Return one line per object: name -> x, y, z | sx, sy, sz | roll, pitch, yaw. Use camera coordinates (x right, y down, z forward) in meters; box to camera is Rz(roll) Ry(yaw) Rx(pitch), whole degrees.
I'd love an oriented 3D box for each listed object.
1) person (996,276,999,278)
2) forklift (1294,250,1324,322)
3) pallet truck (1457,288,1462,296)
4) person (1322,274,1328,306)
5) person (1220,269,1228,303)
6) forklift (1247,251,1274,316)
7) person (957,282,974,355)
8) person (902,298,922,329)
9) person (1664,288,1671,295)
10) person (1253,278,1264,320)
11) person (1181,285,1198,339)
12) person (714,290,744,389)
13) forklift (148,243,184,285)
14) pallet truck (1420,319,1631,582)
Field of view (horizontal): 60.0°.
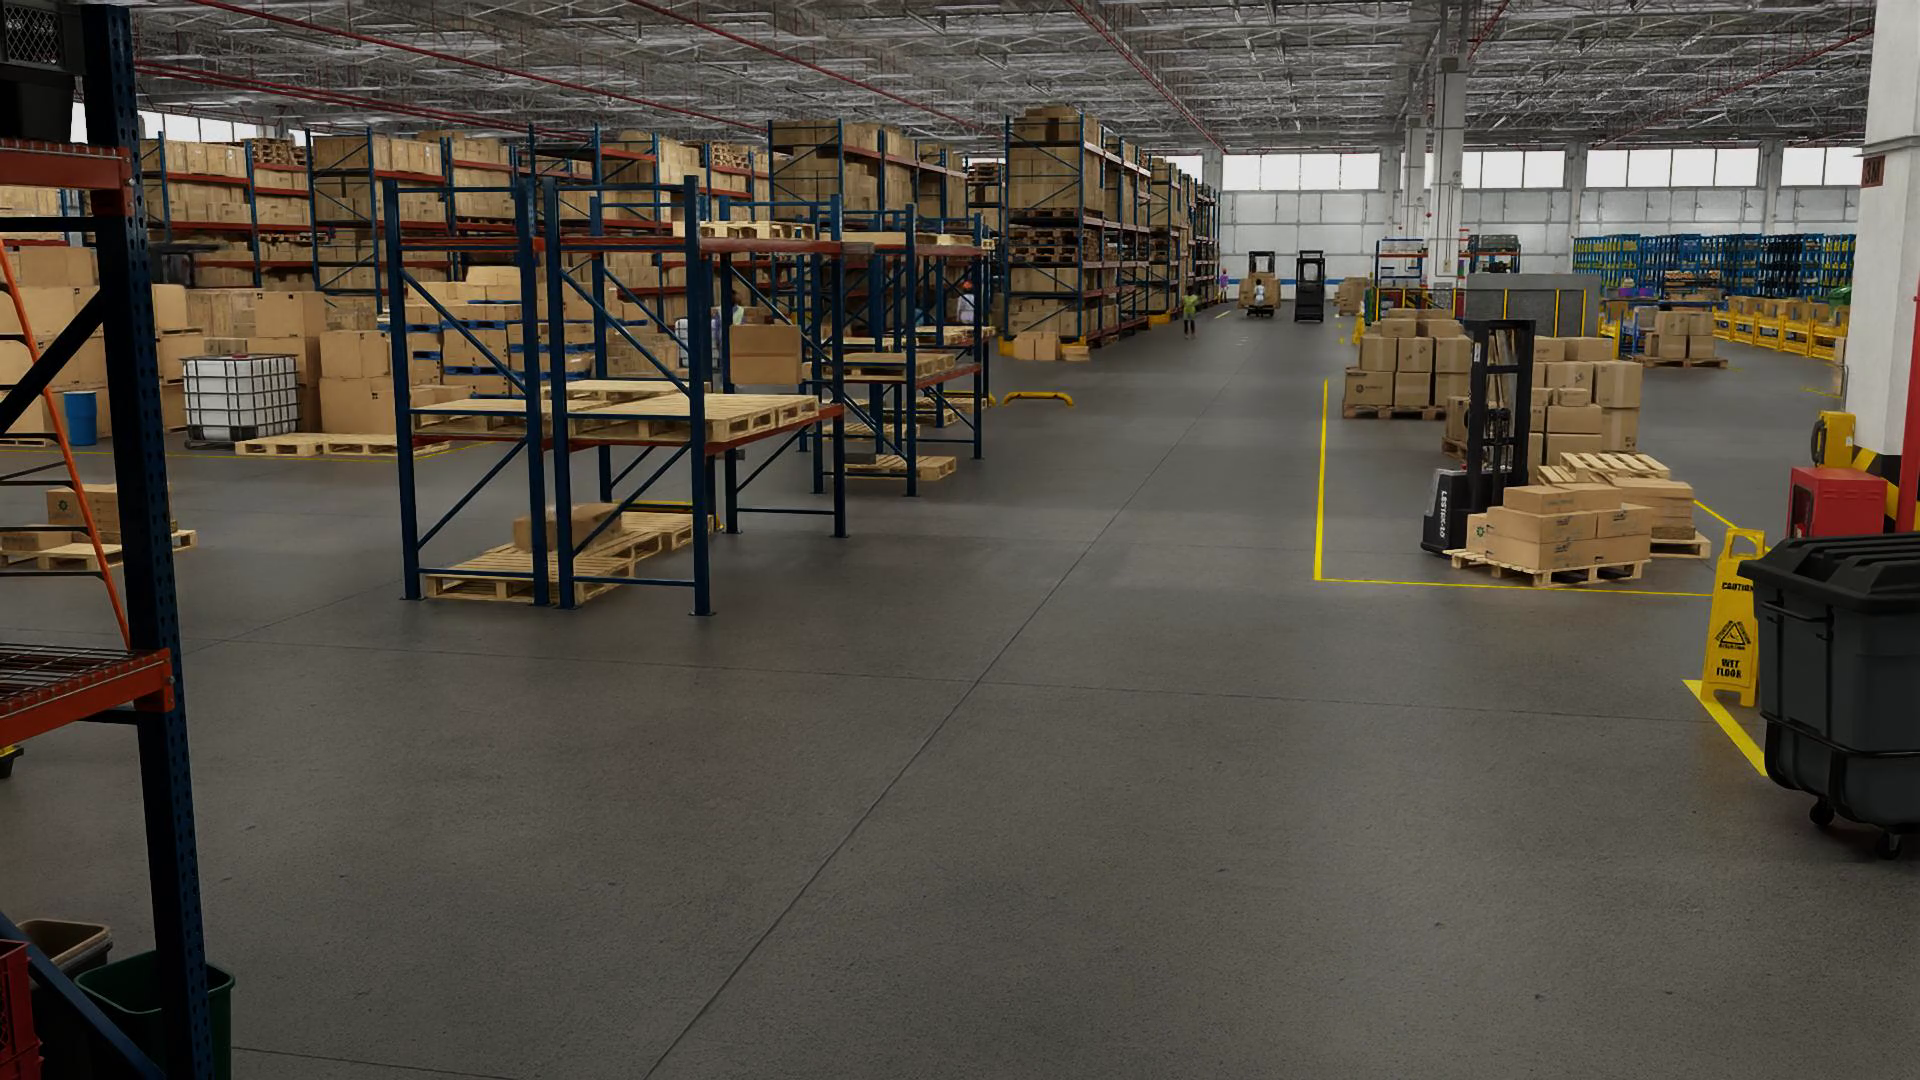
person -> 2.237, -14.463, 95.007 | 0.630, 1.815, 0.598 | 3, 10, 20
forklift -> 13.778, -10.002, 65.433 | 1.129, 2.768, 1.873 | 2, 10, 12
pallet truck -> 20.506, -9.785, 68.819 | 0.653, 1.274, 1.630 | 2, 10, 12
person -> 19.153, -13.107, 87.263 | 0.641, 1.707, 0.540 | 8, 13, 40
person -> 14.954, -14.378, 94.120 | 0.548, 1.942, 0.348 | 8, 13, 40
forklift -> 13.193, -11.228, 72.696 | 1.129, 2.768, 1.873 | 2, 10, 12
person -> 0.190, -5.722, 43.028 | 0.560, 1.884, 1.020 | -2, 10, -13
person -> -1.086, -4.484, 36.311 | 0.513, 1.680, 0.539 | 6, 11, 32
person -> 36.242, -12.752, 84.987 | 0.578, 1.768, 0.872 | 4, 10, 21
person -> 12.148, -9.782, 67.631 | 0.540, 1.695, 0.317 | -7, 12, -36
person -> 7.136, -7.090, 51.743 | 0.538, 1.673, 0.651 | 3, 10, 15
person -> -4.392, -3.821, 31.725 | 0.586, 1.908, 0.389 | -5, 11, -28
forklift -> -17.492, -5.141, 36.649 | 1.873, 2.768, 1.129 | 2, 10, 12
pallet truck -> 4.543, -0.757, 13.299 | 0.823, 1.965, 1.885 | -4, 10, -22
